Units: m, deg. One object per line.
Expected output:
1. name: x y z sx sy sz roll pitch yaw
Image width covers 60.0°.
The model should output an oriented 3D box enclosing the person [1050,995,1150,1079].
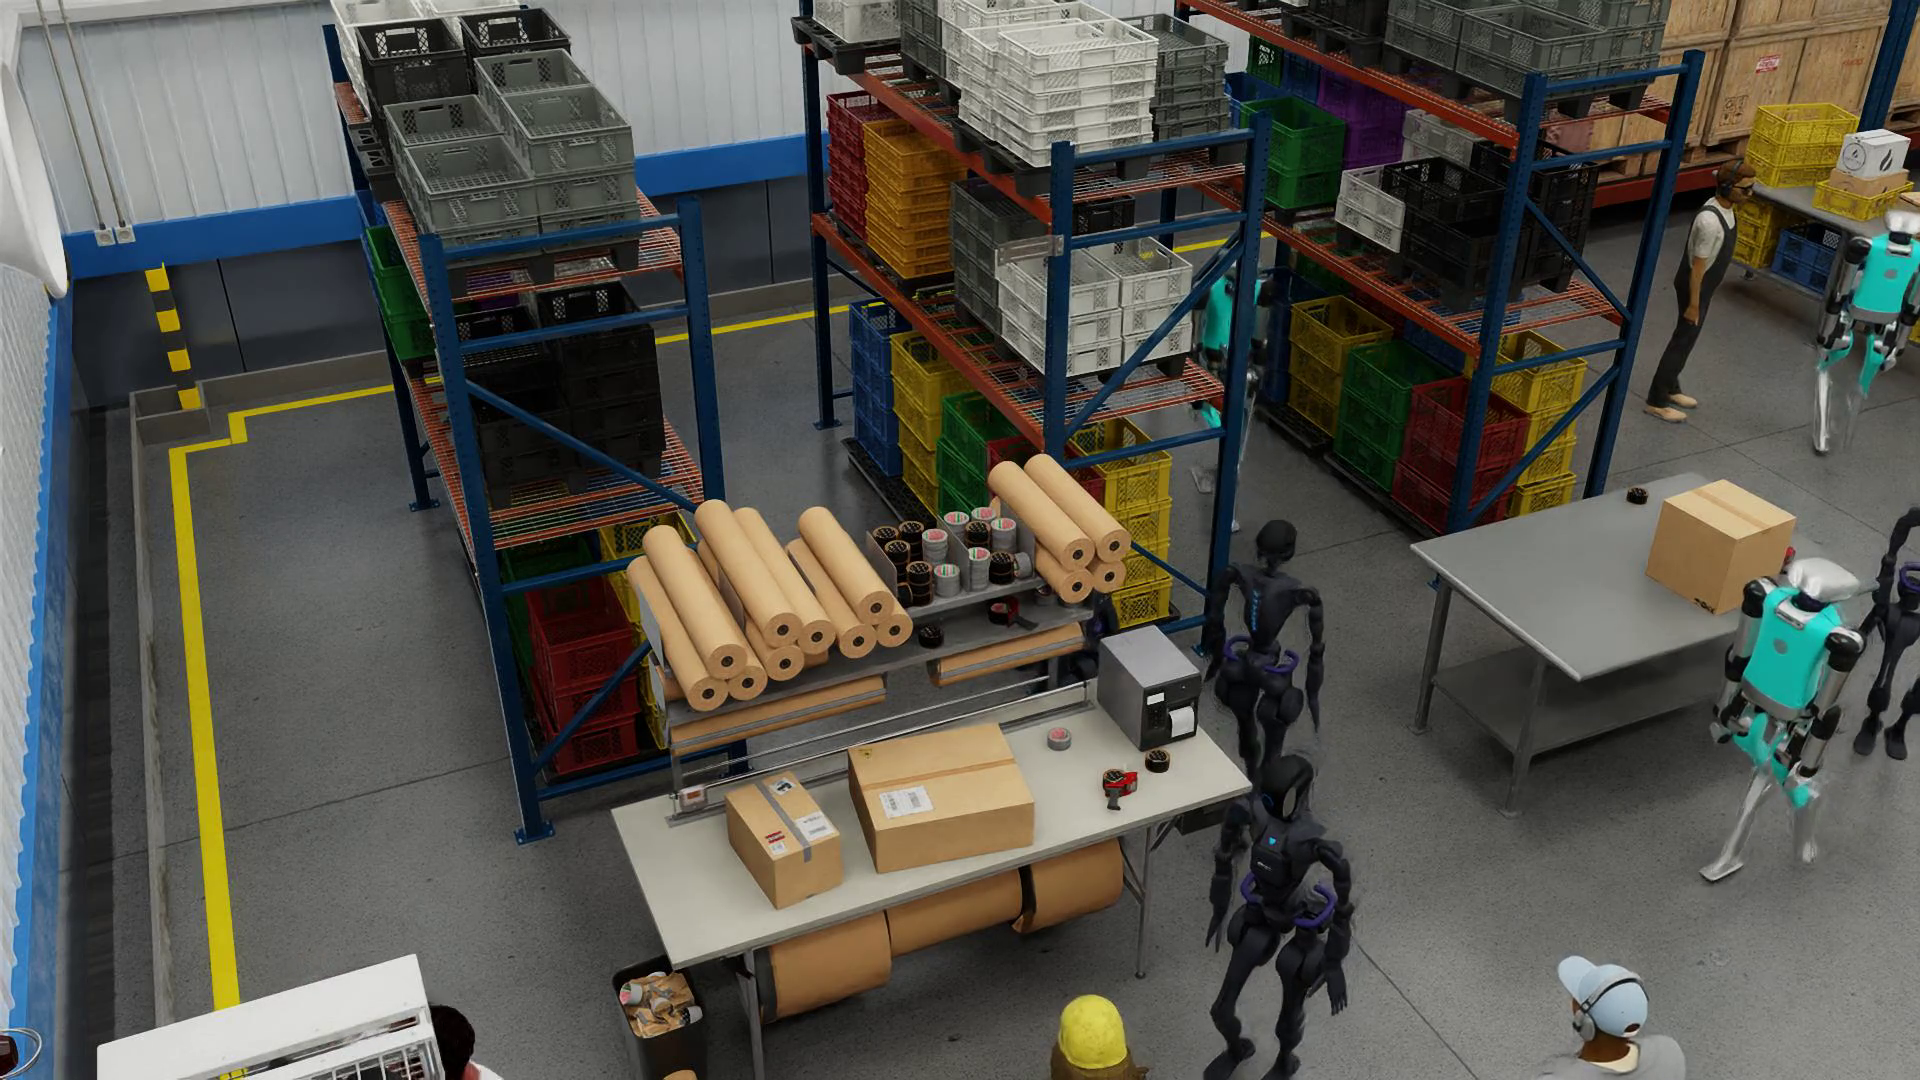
1. person: 0.398 2.084 5.186 0.484 1.736 0.307 -6 32 -10

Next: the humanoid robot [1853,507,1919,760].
1. humanoid robot: 4.709 0.366 8.031 0.599 1.653 0.361 12 34 19

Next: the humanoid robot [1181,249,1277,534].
1. humanoid robot: 1.641 -0.822 9.925 0.558 1.751 1.044 -7 32 -11

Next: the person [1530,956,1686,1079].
1. person: 1.868 2.016 5.187 0.590 1.851 0.401 -12 34 -19

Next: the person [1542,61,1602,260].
1. person: 4.953 -3.092 13.574 0.524 1.761 0.335 -17 36 -26

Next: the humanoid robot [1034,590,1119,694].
1. humanoid robot: 0.529 0.556 7.730 0.376 1.640 0.600 21 38 31

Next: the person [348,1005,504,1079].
1. person: -1.550 2.042 5.124 0.706 1.884 0.371 14 34 21

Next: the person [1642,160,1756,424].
1. person: 4.979 -1.671 11.196 0.332 1.836 0.505 18 36 27

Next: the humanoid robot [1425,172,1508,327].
1. humanoid robot: 3.561 -1.877 11.651 0.886 1.780 0.581 27 41 37

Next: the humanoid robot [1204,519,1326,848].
1. humanoid robot: 1.359 0.638 7.616 0.593 1.639 0.674 19 37 28

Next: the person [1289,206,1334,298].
1. person: 2.533 -2.621 12.662 0.809 1.904 0.566 -8 33 -13

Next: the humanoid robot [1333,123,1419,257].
1. humanoid robot: 3.088 -2.466 12.523 0.732 1.737 0.543 23 38 32

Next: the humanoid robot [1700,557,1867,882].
1. humanoid robot: 3.697 0.830 7.311 0.814 1.874 0.547 -17 35 -25

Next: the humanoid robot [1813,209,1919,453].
1. humanoid robot: 5.816 -1.301 10.785 0.542 1.890 0.723 10 33 16

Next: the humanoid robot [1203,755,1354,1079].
1. humanoid robot: 1.208 1.476 6.236 0.616 1.646 0.377 23 39 33
